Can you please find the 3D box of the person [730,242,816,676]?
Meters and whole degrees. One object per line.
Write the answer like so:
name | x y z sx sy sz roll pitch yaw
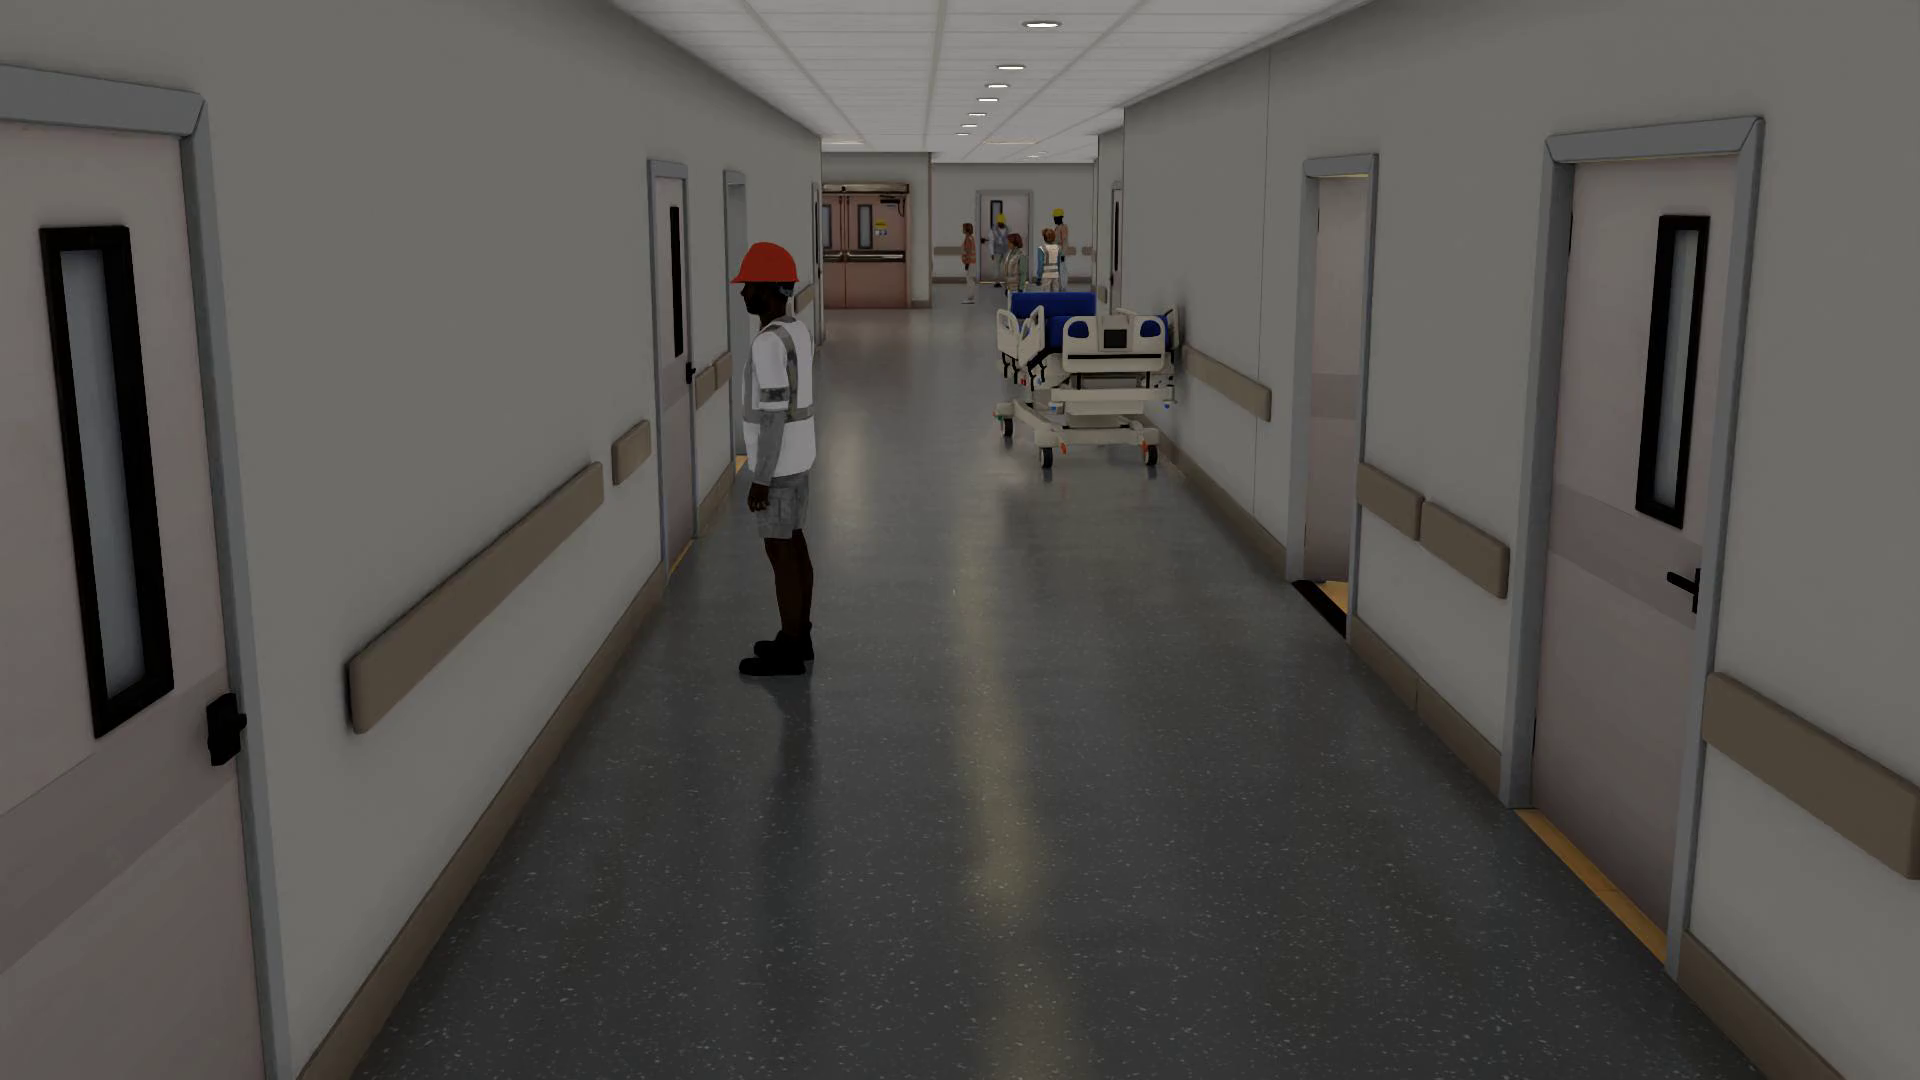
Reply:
person | -0.836 -0.353 7.470 0.360 1.939 0.543 2 12 9

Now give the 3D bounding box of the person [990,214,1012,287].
person | 1.014 -6.944 40.013 0.616 1.763 0.858 -3 12 -16

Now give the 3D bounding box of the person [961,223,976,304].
person | 0.179 -5.660 34.051 0.314 1.641 0.515 1 12 6

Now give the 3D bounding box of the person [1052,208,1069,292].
person | 2.190 -6.302 36.489 0.383 1.923 0.588 -2 12 -11

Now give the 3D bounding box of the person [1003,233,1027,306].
person | 0.808 -3.657 24.304 0.312 1.638 0.512 -5 13 -25

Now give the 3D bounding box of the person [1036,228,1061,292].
person | 1.480 -4.362 27.731 0.514 1.641 0.308 -10 15 -41
